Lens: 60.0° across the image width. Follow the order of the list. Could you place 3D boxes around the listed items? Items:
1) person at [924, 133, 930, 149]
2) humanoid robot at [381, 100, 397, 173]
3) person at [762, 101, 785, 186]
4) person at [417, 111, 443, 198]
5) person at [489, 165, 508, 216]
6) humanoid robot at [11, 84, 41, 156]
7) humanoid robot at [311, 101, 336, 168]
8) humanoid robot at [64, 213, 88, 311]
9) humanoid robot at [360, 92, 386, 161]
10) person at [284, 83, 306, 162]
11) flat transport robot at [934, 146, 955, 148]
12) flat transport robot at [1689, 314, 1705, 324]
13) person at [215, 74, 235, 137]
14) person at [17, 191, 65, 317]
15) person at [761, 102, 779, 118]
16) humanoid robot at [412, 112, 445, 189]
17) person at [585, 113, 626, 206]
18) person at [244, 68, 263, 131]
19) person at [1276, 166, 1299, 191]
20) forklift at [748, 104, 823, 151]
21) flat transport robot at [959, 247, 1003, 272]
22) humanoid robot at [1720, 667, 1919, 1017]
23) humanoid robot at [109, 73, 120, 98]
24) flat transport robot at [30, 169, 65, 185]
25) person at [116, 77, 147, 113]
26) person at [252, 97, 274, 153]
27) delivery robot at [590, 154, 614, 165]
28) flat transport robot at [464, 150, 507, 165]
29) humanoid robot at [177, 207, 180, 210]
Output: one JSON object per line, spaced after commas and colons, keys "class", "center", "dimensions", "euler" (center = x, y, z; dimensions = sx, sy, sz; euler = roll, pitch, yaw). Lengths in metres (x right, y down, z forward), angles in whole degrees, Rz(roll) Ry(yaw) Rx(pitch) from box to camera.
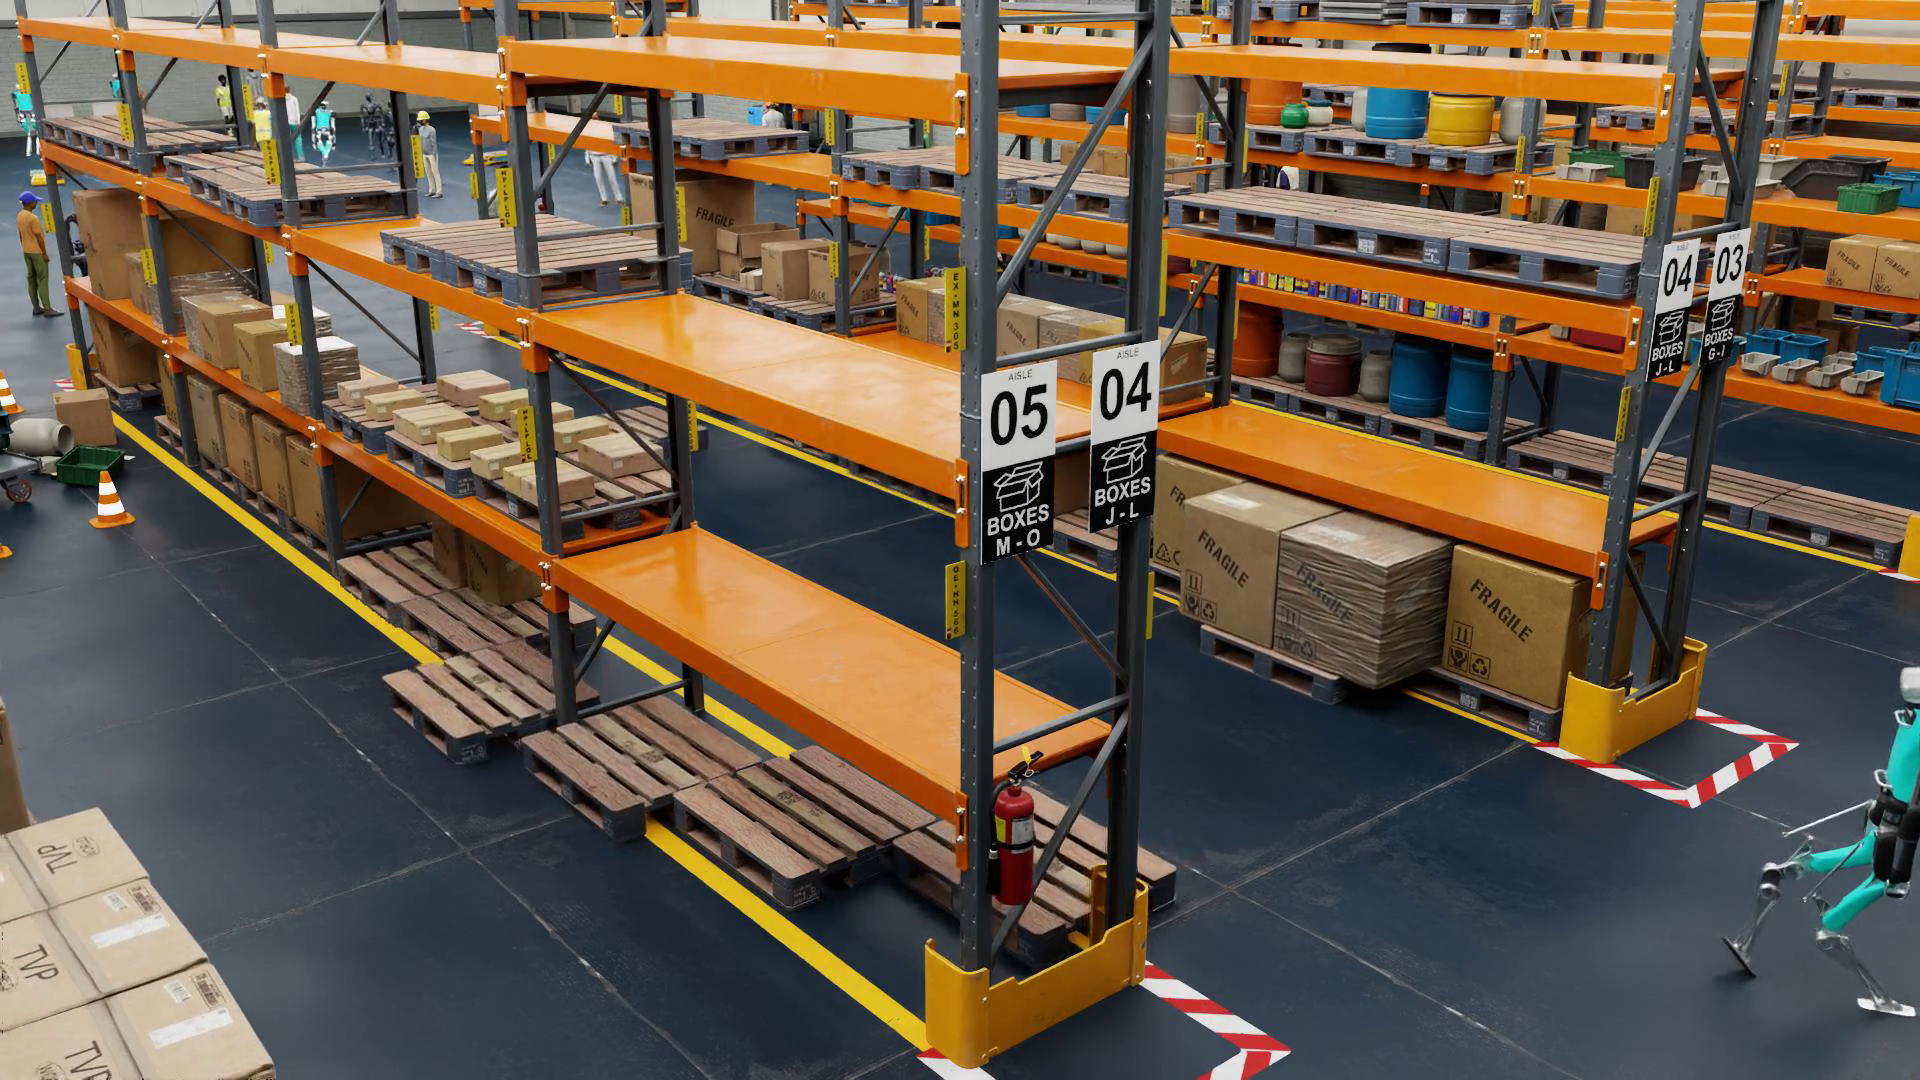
{"class": "person", "center": [-0.791, -7.447, 32.907], "dimensions": [0.471, 1.743, 0.336], "euler": [12, 22, 30]}
{"class": "humanoid robot", "center": [-12.965, -9.268, 38.180], "dimensions": [0.586, 1.640, 0.381], "euler": [-11, 22, -28]}
{"class": "person", "center": [-4.048, -8.650, 36.123], "dimensions": [0.578, 1.888, 0.389], "euler": [-11, 22, -28]}
{"class": "person", "center": [-10.976, -7.955, 34.333], "dimensions": [0.515, 1.757, 0.333], "euler": [13, 23, 33]}
{"class": "person", "center": [-6.484, -4.531, 24.355], "dimensions": [0.613, 1.911, 1.022], "euler": [6, 20, 17]}
{"class": "humanoid robot", "center": [-23.252, -10.485, 41.595], "dimensions": [0.538, 1.814, 0.676], "euler": [-4, 20, -12]}
{"class": "humanoid robot", "center": [-13.885, -8.727, 36.571], "dimensions": [0.618, 1.762, 0.905], "euler": [-13, 23, -32]}
{"class": "humanoid robot", "center": [-12.185, -4.018, 23.274], "dimensions": [0.581, 1.645, 0.610], "euler": [18, 26, 41]}
{"class": "humanoid robot", "center": [-14.363, -10.139, 40.759], "dimensions": [0.589, 1.650, 0.769], "euler": [-3, 20, -8]}
{"class": "person", "center": [-16.116, -10.053, 40.106], "dimensions": [0.524, 1.884, 0.866], "euler": [-3, 20, -7]}
{"class": "flat transport robot", "center": [-0.391, -7.427, 35.074], "dimensions": [0.659, 0.231, 1.431], "euler": [-8, 21, -22]}
{"class": "flat transport robot", "center": [9.708, -3.053, 22.624], "dimensions": [0.659, 0.231, 1.431], "euler": [-15, 24, -36]}
{"class": "person", "center": [-20.265, -11.998, 45.936], "dimensions": [0.431, 1.681, 0.548], "euler": [15, 24, 36]}
{"class": "person", "center": [-12.759, -3.959, 23.017], "dimensions": [0.456, 1.717, 0.366], "euler": [11, 22, 29]}
{"class": "person", "center": [-4.262, -9.064, 37.479], "dimensions": [0.411, 1.760, 0.550], "euler": [2, 19, 5]}
{"class": "humanoid robot", "center": [-11.462, -8.318, 35.546], "dimensions": [0.784, 1.618, 0.589], "euler": [10, 22, 26]}
{"class": "person", "center": [-7.093, -7.579, 33.120], "dimensions": [0.731, 1.851, 0.353], "euler": [1, 19, 3]}
{"class": "person", "center": [-20.090, -12.606, 47.410], "dimensions": [0.402, 1.870, 0.494], "euler": [14, 24, 34]}
{"class": "person", "center": [5.335, -5.489, 27.200], "dimensions": [0.395, 1.837, 0.557], "euler": [10, 22, 26]}
{"class": "forklift", "center": [-4.526, -11.368, 42.374], "dimensions": [1.129, 2.768, 1.873], "euler": [-15, 24, -37]}
{"class": "flat transport robot", "center": [0.333, -4.499, 26.740], "dimensions": [0.659, 0.231, 1.431], "euler": [-1, 19, -2]}
{"class": "humanoid robot", "center": [4.067, 1.394, 7.807], "dimensions": [1.003, 1.776, 0.530], "euler": [7, 21, 19]}
{"class": "humanoid robot", "center": [-22.639, -11.783, 45.276], "dimensions": [0.545, 1.816, 0.662], "euler": [8, 21, 23]}
{"class": "flat transport robot", "center": [-20.207, -8.045, 36.832], "dimensions": [0.659, 0.231, 1.431], "euler": [-10, 22, -26]}
{"class": "person", "center": [-22.120, -11.522, 44.392], "dimensions": [0.825, 1.811, 0.846], "euler": [-14, 24, -34]}
{"class": "person", "center": [-15.095, -8.687, 36.246], "dimensions": [0.536, 1.879, 0.467], "euler": [2, 19, 5]}
{"class": "delivery robot", "center": [-8.634, -9.327, 40.054], "dimensions": [0.499, 0.598, 0.789], "euler": [-12, 23, -31]}
{"class": "flat transport robot", "center": [-11.259, -9.255, 40.277], "dimensions": [0.659, 0.231, 1.431], "euler": [11, 22, 28]}
{"class": "humanoid robot", "center": [-10.856, -3.944, 23.086], "dimensions": [0.590, 1.644, 0.504], "euler": [14, 24, 34]}
